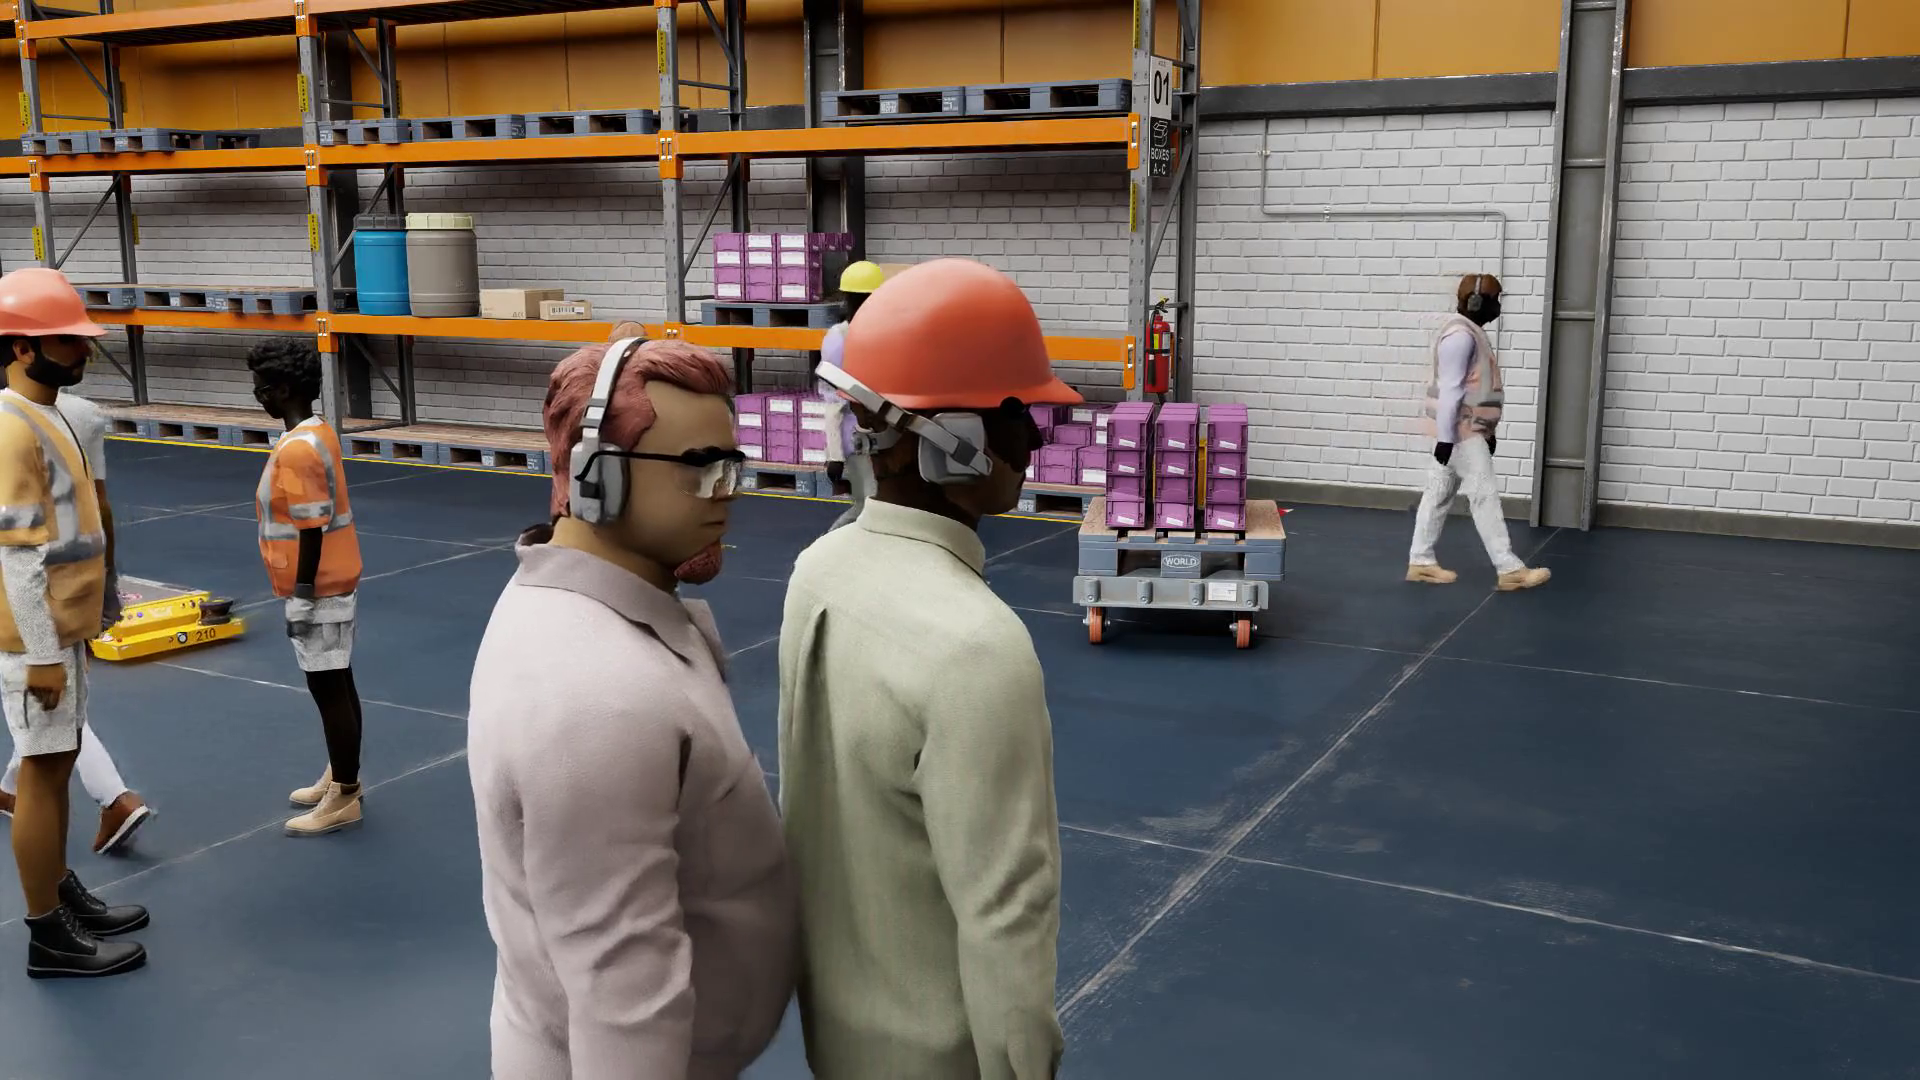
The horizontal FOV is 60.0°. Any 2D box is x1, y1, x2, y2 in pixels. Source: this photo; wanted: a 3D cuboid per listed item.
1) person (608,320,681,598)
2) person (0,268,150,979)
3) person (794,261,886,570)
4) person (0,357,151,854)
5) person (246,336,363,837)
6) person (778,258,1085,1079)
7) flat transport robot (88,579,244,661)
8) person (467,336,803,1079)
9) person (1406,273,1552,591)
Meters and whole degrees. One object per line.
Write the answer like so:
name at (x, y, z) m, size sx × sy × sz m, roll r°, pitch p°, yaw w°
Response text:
person at (-1.509, -0.199, 7.762) m, size 0.514 × 1.642 × 0.310 m, roll -4°, pitch 11°, yaw -23°
person at (-2.490, 0.229, 4.596) m, size 0.376 × 1.939 × 0.547 m, roll -4°, pitch 11°, yaw -20°
person at (-0.559, -0.549, 8.965) m, size 0.755 × 1.911 × 0.608 m, roll 4°, pitch 11°, yaw 19°
person at (-3.059, 0.117, 5.547) m, size 0.971 × 1.822 × 0.531 m, roll 6°, pitch 12°, yaw 29°
person at (-2.208, 0.157, 5.669) m, size 0.321 × 1.691 × 0.530 m, roll -3°, pitch 11°, yaw -15°
person at (-0.033, 0.639, 2.192) m, size 0.383 × 1.993 × 0.622 m, roll -5°, pitch 11°, yaw -26°
flat transport robot at (-4.363, 0.362, 8.444) m, size 1.431 × 0.197 × 0.652 m, roll 7°, pitch 12°, yaw 33°
person at (-0.393, 0.699, 2.118) m, size 0.399 × 1.905 × 0.642 m, roll -3°, pitch 11°, yaw -16°
person at (3.025, -0.612, 9.560) m, size 0.889 × 1.802 × 0.663 m, roll 4°, pitch 11°, yaw 19°
